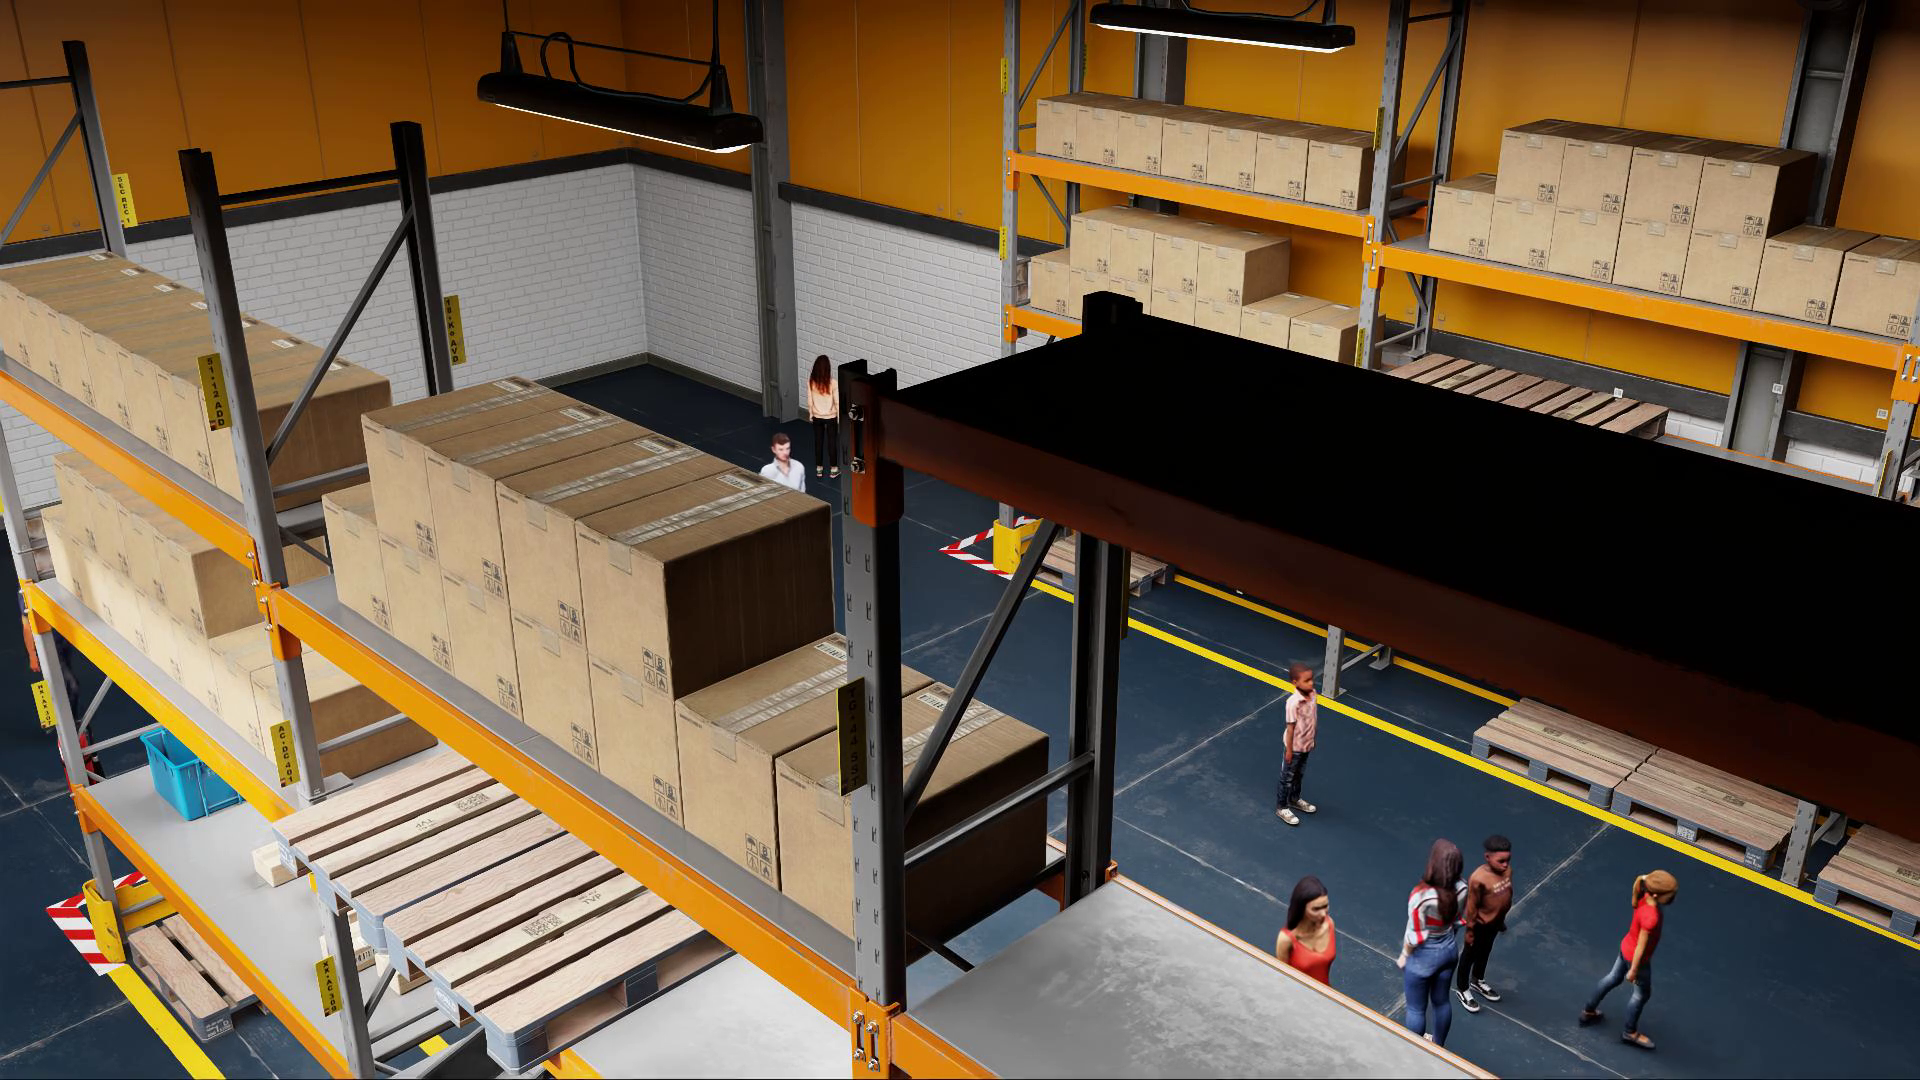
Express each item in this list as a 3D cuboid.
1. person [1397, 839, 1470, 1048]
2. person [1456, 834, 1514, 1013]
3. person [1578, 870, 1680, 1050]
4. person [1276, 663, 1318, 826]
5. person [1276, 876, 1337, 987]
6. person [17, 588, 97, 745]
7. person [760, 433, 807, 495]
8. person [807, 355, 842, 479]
[{"bbox_3d":[2.907,2.538,10.231,0.652,1.614,0.629,-10,26,-22],"label":"person"},{"bbox_3d":[3.421,2.462,10.850,0.562,1.256,0.535,-14,27,-29],"label":"person"},{"bbox_3d":[4.215,2.604,10.495,0.778,1.281,0.665,6,24,13],"label":"person"},{"bbox_3d":[2.616,1.548,12.878,0.481,1.307,0.507,21,31,40],"label":"person"},{"bbox_3d":[1.979,2.711,9.705,0.626,1.718,0.590,-15,28,-31],"label":"person"},{"bbox_3d":[-7.622,0.873,13.836,0.880,1.776,0.833,3,24,6],"label":"person"},{"bbox_3d":[-1.756,-0.174,16.207,0.949,1.796,1.270,-11,26,-23],"label":"person"},{"bbox_3d":[-1.589,-1.464,19.549,0.608,1.484,0.710,6,24,12],"label":"person"}]
